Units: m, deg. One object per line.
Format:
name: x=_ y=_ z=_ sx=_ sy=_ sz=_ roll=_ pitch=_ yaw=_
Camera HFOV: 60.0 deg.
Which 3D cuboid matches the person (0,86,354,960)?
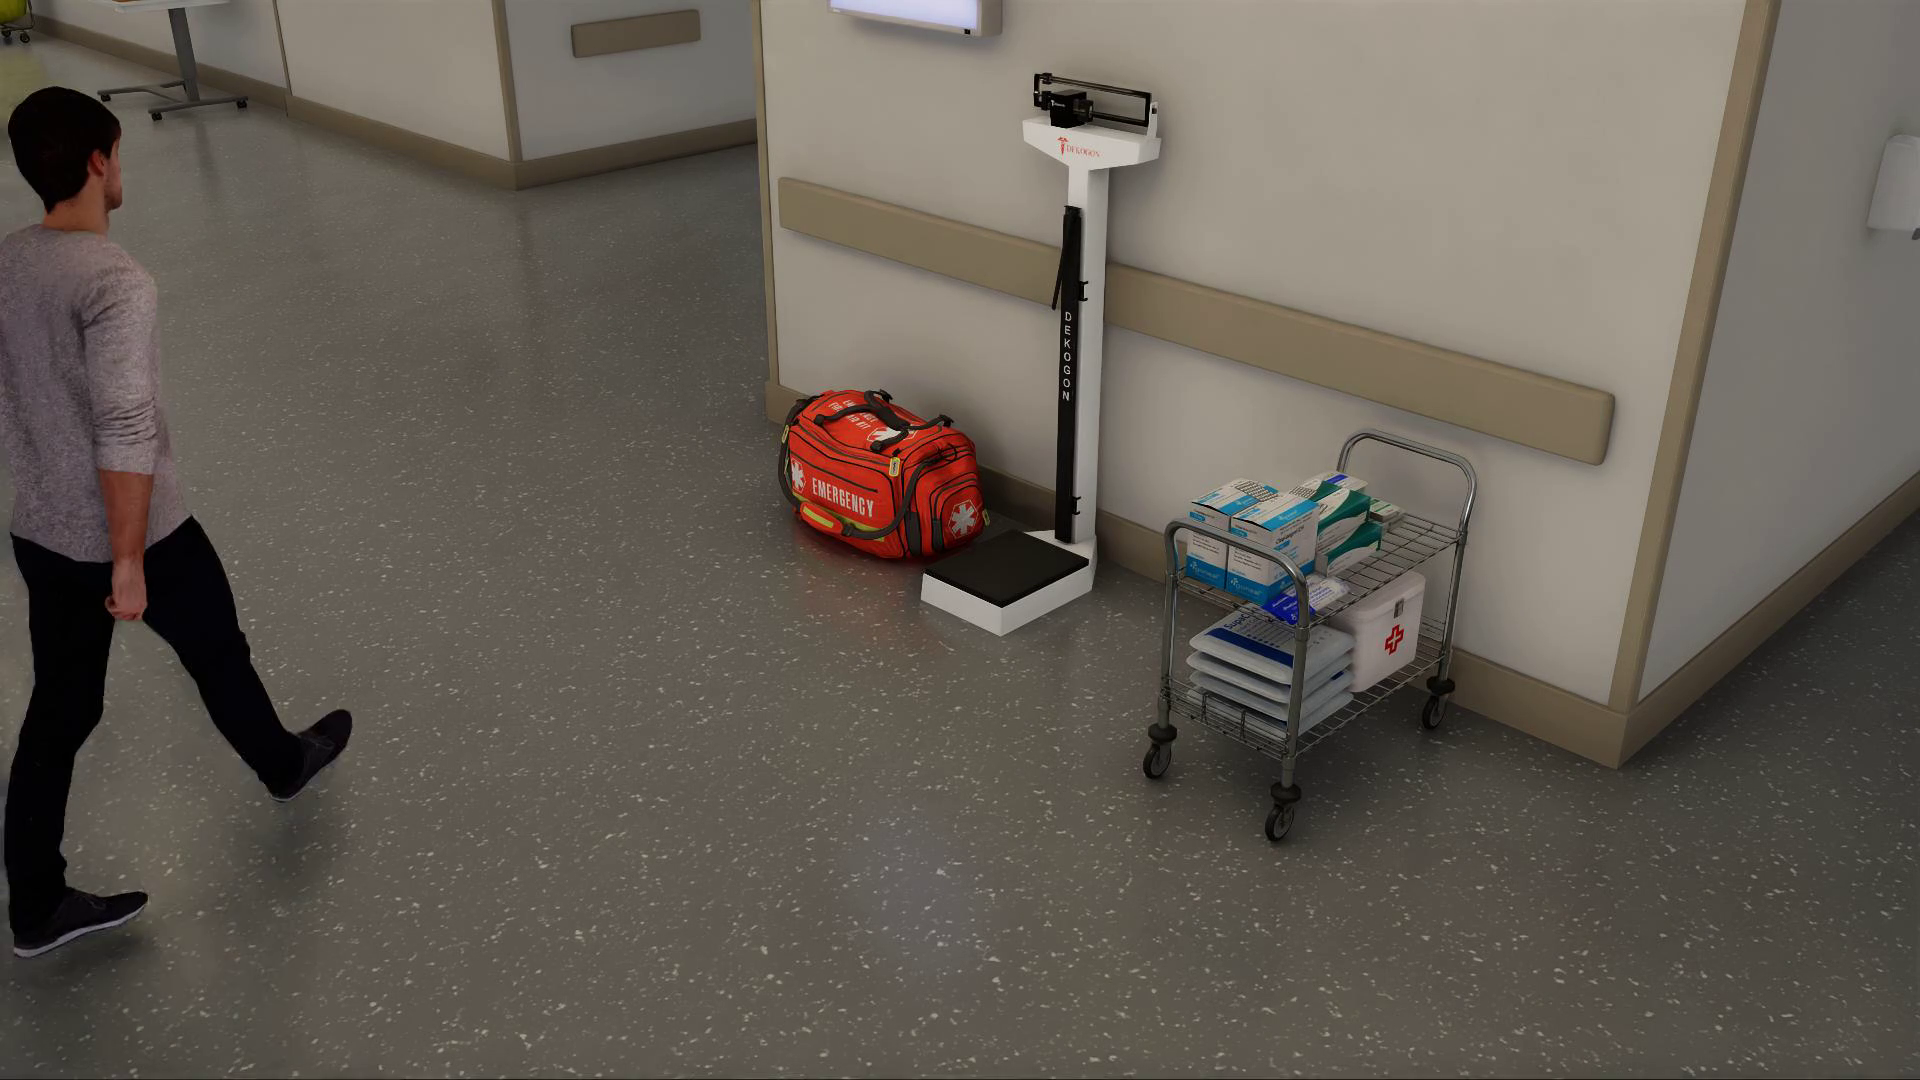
person: x=-1.855 y=0.051 z=3.475 sx=1.208 sy=1.770 sz=0.991 roll=15 pitch=30 yaw=28
